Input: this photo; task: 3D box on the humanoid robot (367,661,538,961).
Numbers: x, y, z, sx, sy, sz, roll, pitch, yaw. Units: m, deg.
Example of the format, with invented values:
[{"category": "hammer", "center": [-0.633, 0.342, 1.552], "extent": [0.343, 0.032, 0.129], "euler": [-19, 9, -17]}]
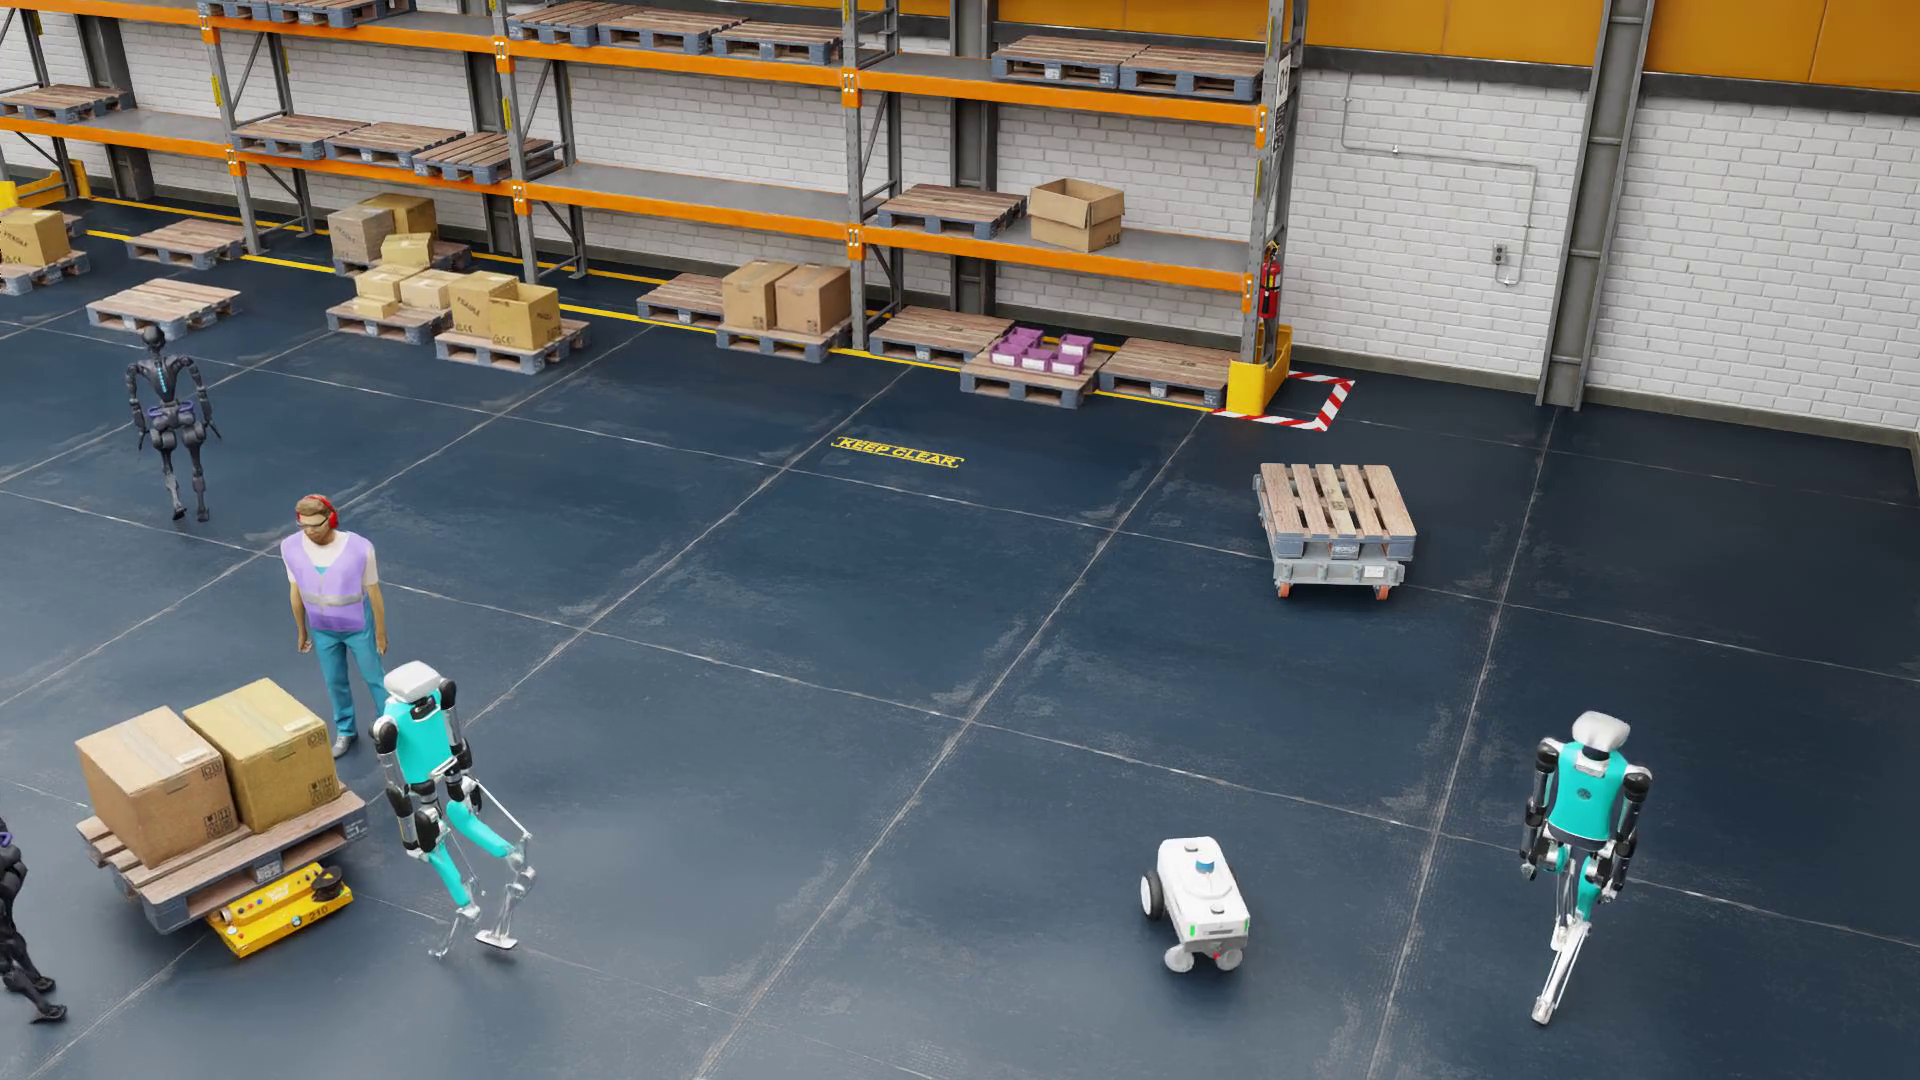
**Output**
[{"category": "humanoid robot", "center": [-2.510, 1.476, 8.498], "extent": [0.795, 1.805, 0.540], "euler": [13, 30, 23]}]

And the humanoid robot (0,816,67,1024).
[{"category": "humanoid robot", "center": [-4.761, 1.678, 8.175], "extent": [0.434, 1.656, 0.609], "euler": [1, 27, 2]}]

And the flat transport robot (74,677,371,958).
[{"category": "flat transport robot", "center": [-4.102, 1.817, 9.408], "extent": [1.431, 0.231, 0.659], "euler": [23, 35, 38]}]

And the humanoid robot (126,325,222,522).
[{"category": "humanoid robot", "center": [-6.209, -0.912, 13.162], "extent": [0.615, 1.643, 0.371], "euler": [-12, 30, -23]}]

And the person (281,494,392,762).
[{"category": "person", "center": [-3.785, 0.525, 10.209], "extent": [0.560, 1.836, 0.391], "euler": [2, 27, 4]}]

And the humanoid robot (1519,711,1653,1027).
[{"category": "humanoid robot", "center": [3.155, 1.533, 8.414], "extent": [0.538, 1.768, 1.033], "euler": [16, 31, 28]}]

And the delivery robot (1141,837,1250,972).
[{"category": "delivery robot", "center": [1.274, 1.920, 8.903], "extent": [0.523, 0.600, 0.771], "euler": [-4, 28, -7]}]
